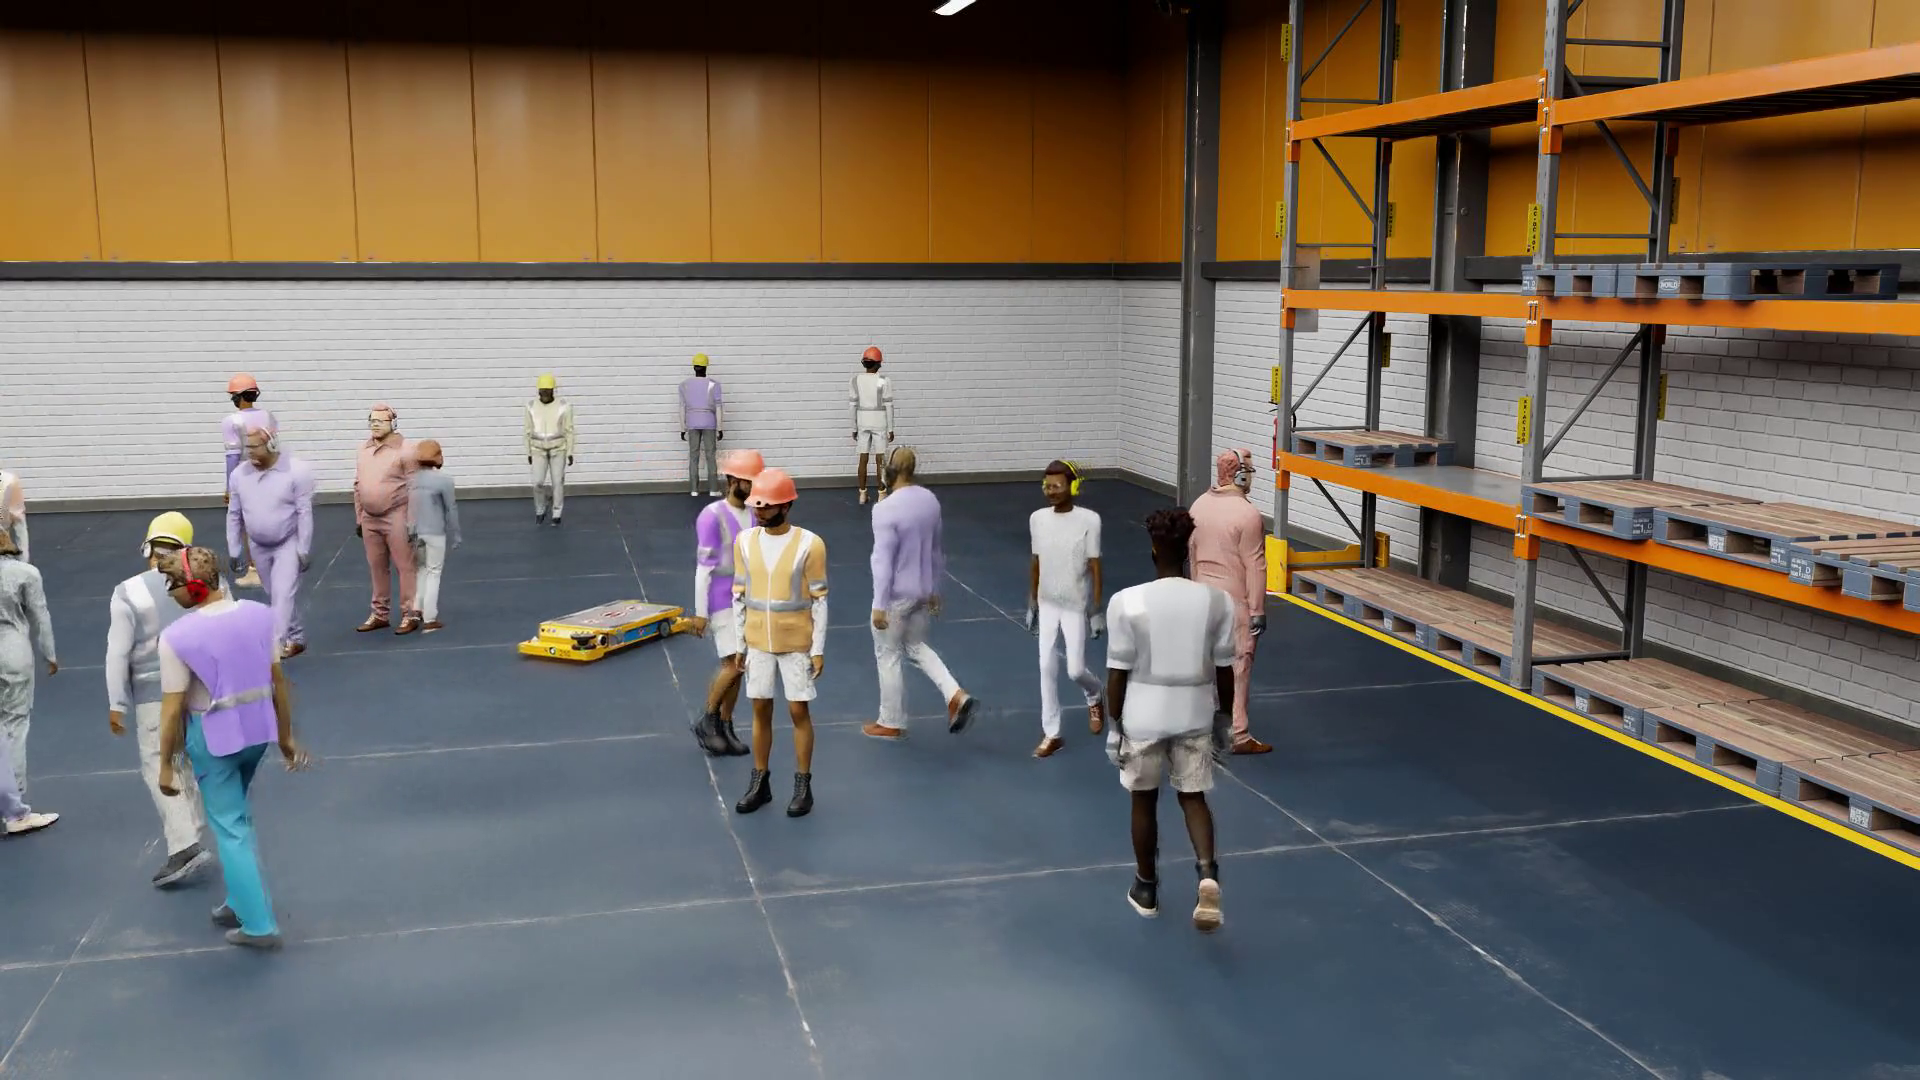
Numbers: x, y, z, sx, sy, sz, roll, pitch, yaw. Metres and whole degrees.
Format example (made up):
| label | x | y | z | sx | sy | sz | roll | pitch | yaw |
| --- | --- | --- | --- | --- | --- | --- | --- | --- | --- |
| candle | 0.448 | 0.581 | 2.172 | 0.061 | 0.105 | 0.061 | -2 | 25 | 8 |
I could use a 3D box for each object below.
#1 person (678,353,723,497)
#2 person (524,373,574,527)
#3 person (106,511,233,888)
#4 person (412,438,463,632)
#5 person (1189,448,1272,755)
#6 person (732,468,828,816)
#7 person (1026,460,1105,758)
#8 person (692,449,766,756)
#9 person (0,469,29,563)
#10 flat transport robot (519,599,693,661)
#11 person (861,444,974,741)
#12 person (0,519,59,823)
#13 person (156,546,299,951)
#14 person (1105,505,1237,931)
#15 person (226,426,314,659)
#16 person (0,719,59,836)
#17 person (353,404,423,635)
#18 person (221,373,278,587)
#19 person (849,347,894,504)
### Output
| label | x | y | z | sx | sy | sz | roll | pitch | yaw |
| --- | --- | --- | --- | --- | --- | --- | --- | --- | --- |
| person | -3.448 | -1.525 | 22.190 | 0.585 | 1.928 | 0.379 | 1 | 9 | 4 |
| person | -4.829 | -1.047 | 19.550 | 0.593 | 1.814 | 0.474 | -1 | 9 | -4 |
| person | -3.891 | 0.772 | 8.326 | 0.730 | 1.796 | 0.619 | 8 | 12 | 41 |
| person | -4.424 | -0.039 | 13.884 | 0.508 | 1.620 | 0.346 | 2 | 9 | 15 |
| person | 1.699 | 0.379 | 10.374 | 0.407 | 1.908 | 0.641 | -6 | 11 | -31 |
| person | -1.000 | 0.562 | 9.145 | 0.548 | 1.934 | 0.376 | 3 | 9 | 16 |
| person | 0.672 | 0.406 | 10.382 | 0.532 | 1.853 | 0.628 | 5 | 10 | 29 |
| person | -1.379 | 0.393 | 10.262 | 0.448 | 1.910 | 0.577 | 6 | 11 | 32 |
| person | -7.131 | 0.100 | 12.129 | 0.589 | 1.904 | 0.740 | -8 | 12 | -40 |
| flat transport robot | -2.831 | 0.708 | 13.407 | 0.652 | 0.197 | 1.431 | 4 | 10 | 25 |
| person | -0.300 | 0.353 | 10.510 | 0.670 | 1.924 | 0.634 | 6 | 11 | 32 |
| person | -5.285 | 0.660 | 9.205 | 0.498 | 1.714 | 0.740 | -3 | 9 | -16 |
| person | -3.305 | 0.911 | 7.351 | 0.681 | 1.810 | 0.592 | 5 | 10 | 26 |
| person | 0.960 | 0.819 | 7.522 | 0.608 | 1.948 | 0.710 | -1 | 9 | -8 |
| person | -5.219 | 0.053 | 12.609 | 0.651 | 1.848 | 0.976 | 1 | 9 | 6 |
| person | -5.169 | 0.735 | 8.680 | 0.539 | 1.732 | 0.784 | 5 | 10 | 30 |
| person | -4.765 | -0.172 | 13.801 | 0.641 | 1.913 | 0.407 | 3 | 10 | 19 |
| person | -6.770 | -0.568 | 15.857 | 0.397 | 2.043 | 0.610 | 4 | 10 | 25 |
| person | -1.126 | -1.468 | 21.478 | 0.605 | 2.044 | 0.374 | 3 | 10 | 18 |
